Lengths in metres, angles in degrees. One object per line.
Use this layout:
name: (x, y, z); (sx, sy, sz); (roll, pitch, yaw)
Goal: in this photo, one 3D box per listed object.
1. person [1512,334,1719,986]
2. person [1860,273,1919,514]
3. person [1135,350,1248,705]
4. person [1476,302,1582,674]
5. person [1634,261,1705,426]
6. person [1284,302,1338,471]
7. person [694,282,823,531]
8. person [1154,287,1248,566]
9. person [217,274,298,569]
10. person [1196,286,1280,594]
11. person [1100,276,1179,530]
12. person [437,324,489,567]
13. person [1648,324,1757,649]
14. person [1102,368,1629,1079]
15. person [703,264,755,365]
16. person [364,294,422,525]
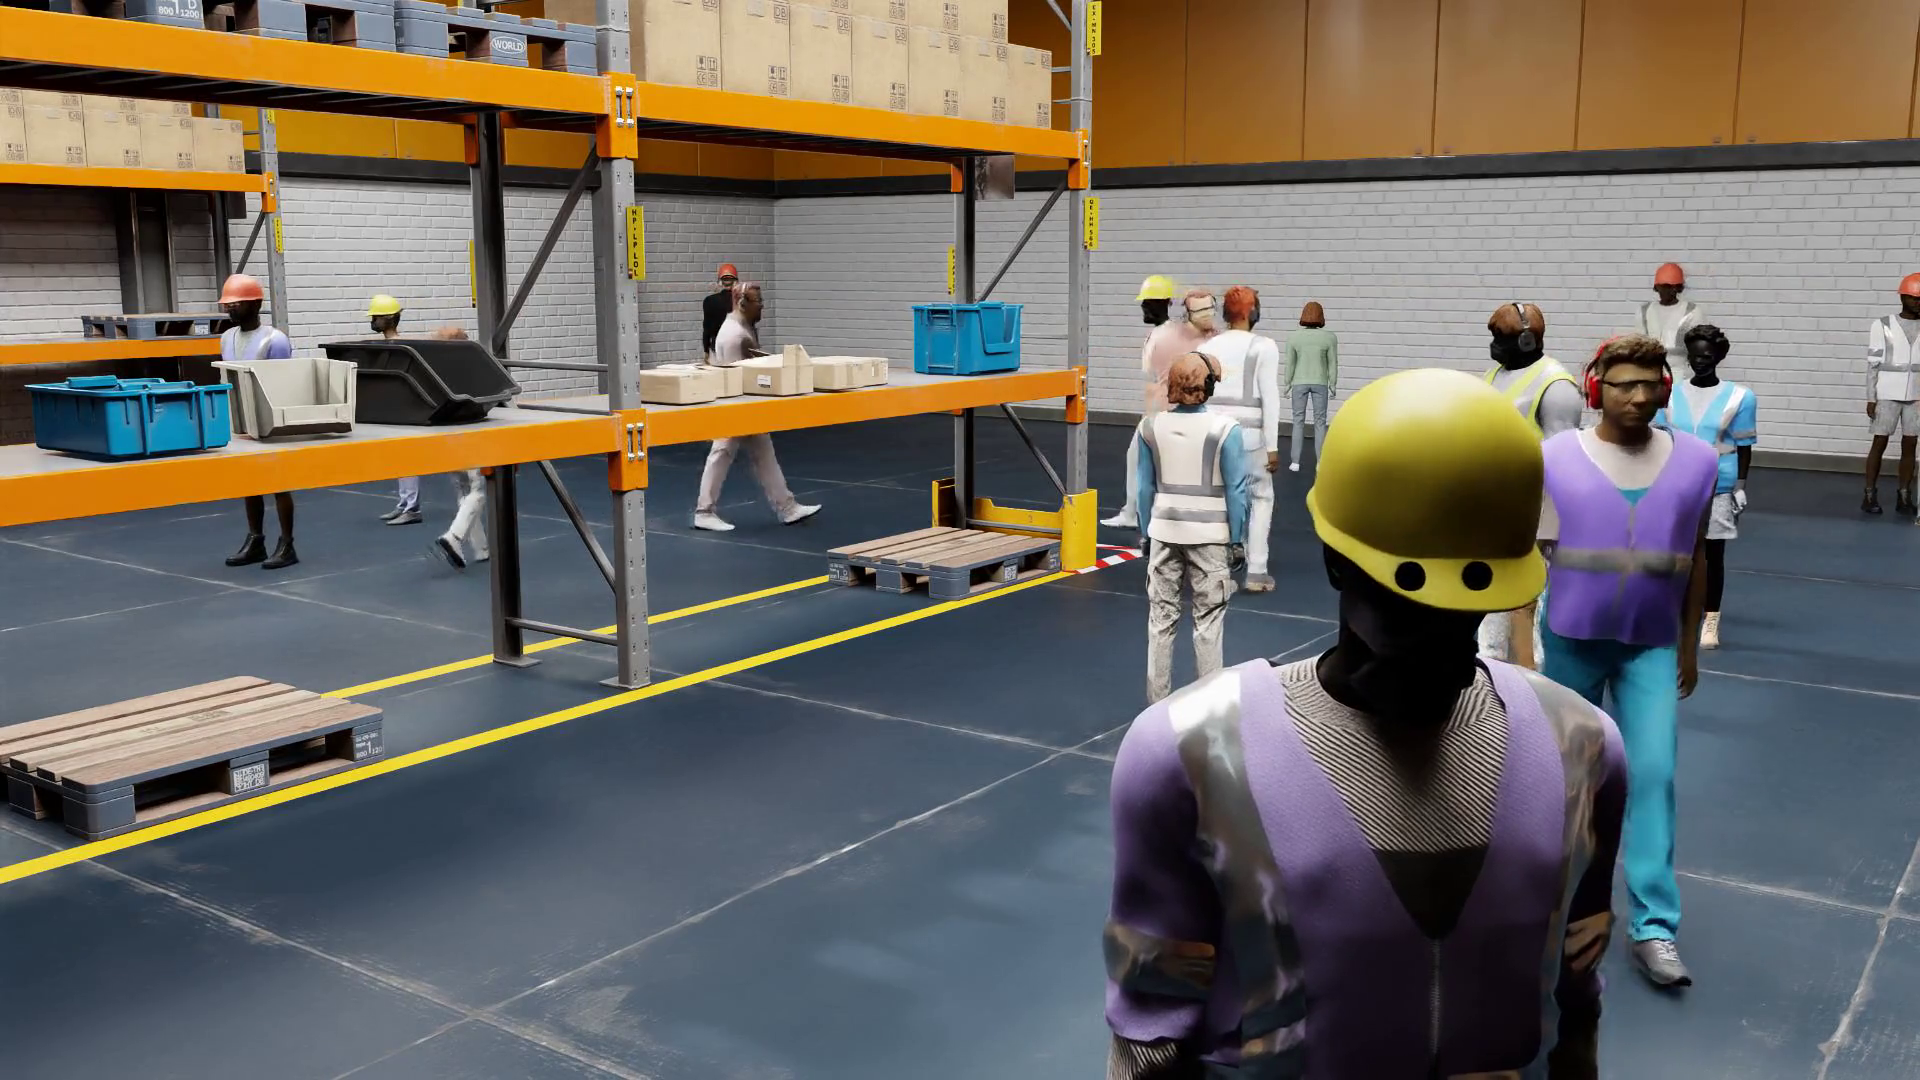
person: (1.883, 0.327, 4.763); (0.580, 1.804, 0.889); (1, 10, 6)
person: (7.517, -1.155, 13.263); (0.544, 1.931, 0.390); (2, 10, 13)
person: (0.994, 0.009, 7.172); (0.512, 1.642, 0.312); (6, 11, 34)
person: (2.511, -0.158, 7.591); (0.430, 1.838, 0.619); (-3, 10, -16)
person: (6.346, -1.479, 14.916); (0.655, 2.024, 0.635); (-9, 13, -44)
person: (3.370, -1.470, 16.002); (0.507, 1.633, 0.276); (2, 10, 12)
person: (-1.551, -0.979, 12.423); (1.003, 1.854, 0.666); (0, 10, 1)
person: (1.593, -0.757, 11.135); (0.660, 1.856, 0.988); (-6, 11, -30)
person: (-4.640, -0.770, 10.931); (0.551, 1.934, 0.373); (4, 10, 21)
person: (1.688, -0.594, 10.073); (0.621, 1.867, 0.616); (8, 13, 40)
person: (1.362, -0.980, 12.266); (0.778, 1.901, 0.613); (-1, 10, -6)
person: (-3.294, -0.614, 10.956); (0.558, 1.603, 0.655); (2, 10, 14)
person: (3.855, -0.276, 8.705); (0.536, 1.696, 0.321); (6, 11, 33)
person: (0.446, 0.771, 1.814); (0.586, 1.917, 0.380); (-2, 10, -11)
person: (-2.683, -2.210, 19.370); (0.615, 1.989, 0.402); (-2, 10, -14)
person: (-4.364, -0.995, 12.781); (0.326, 1.767, 0.533); (-5, 11, -27)
